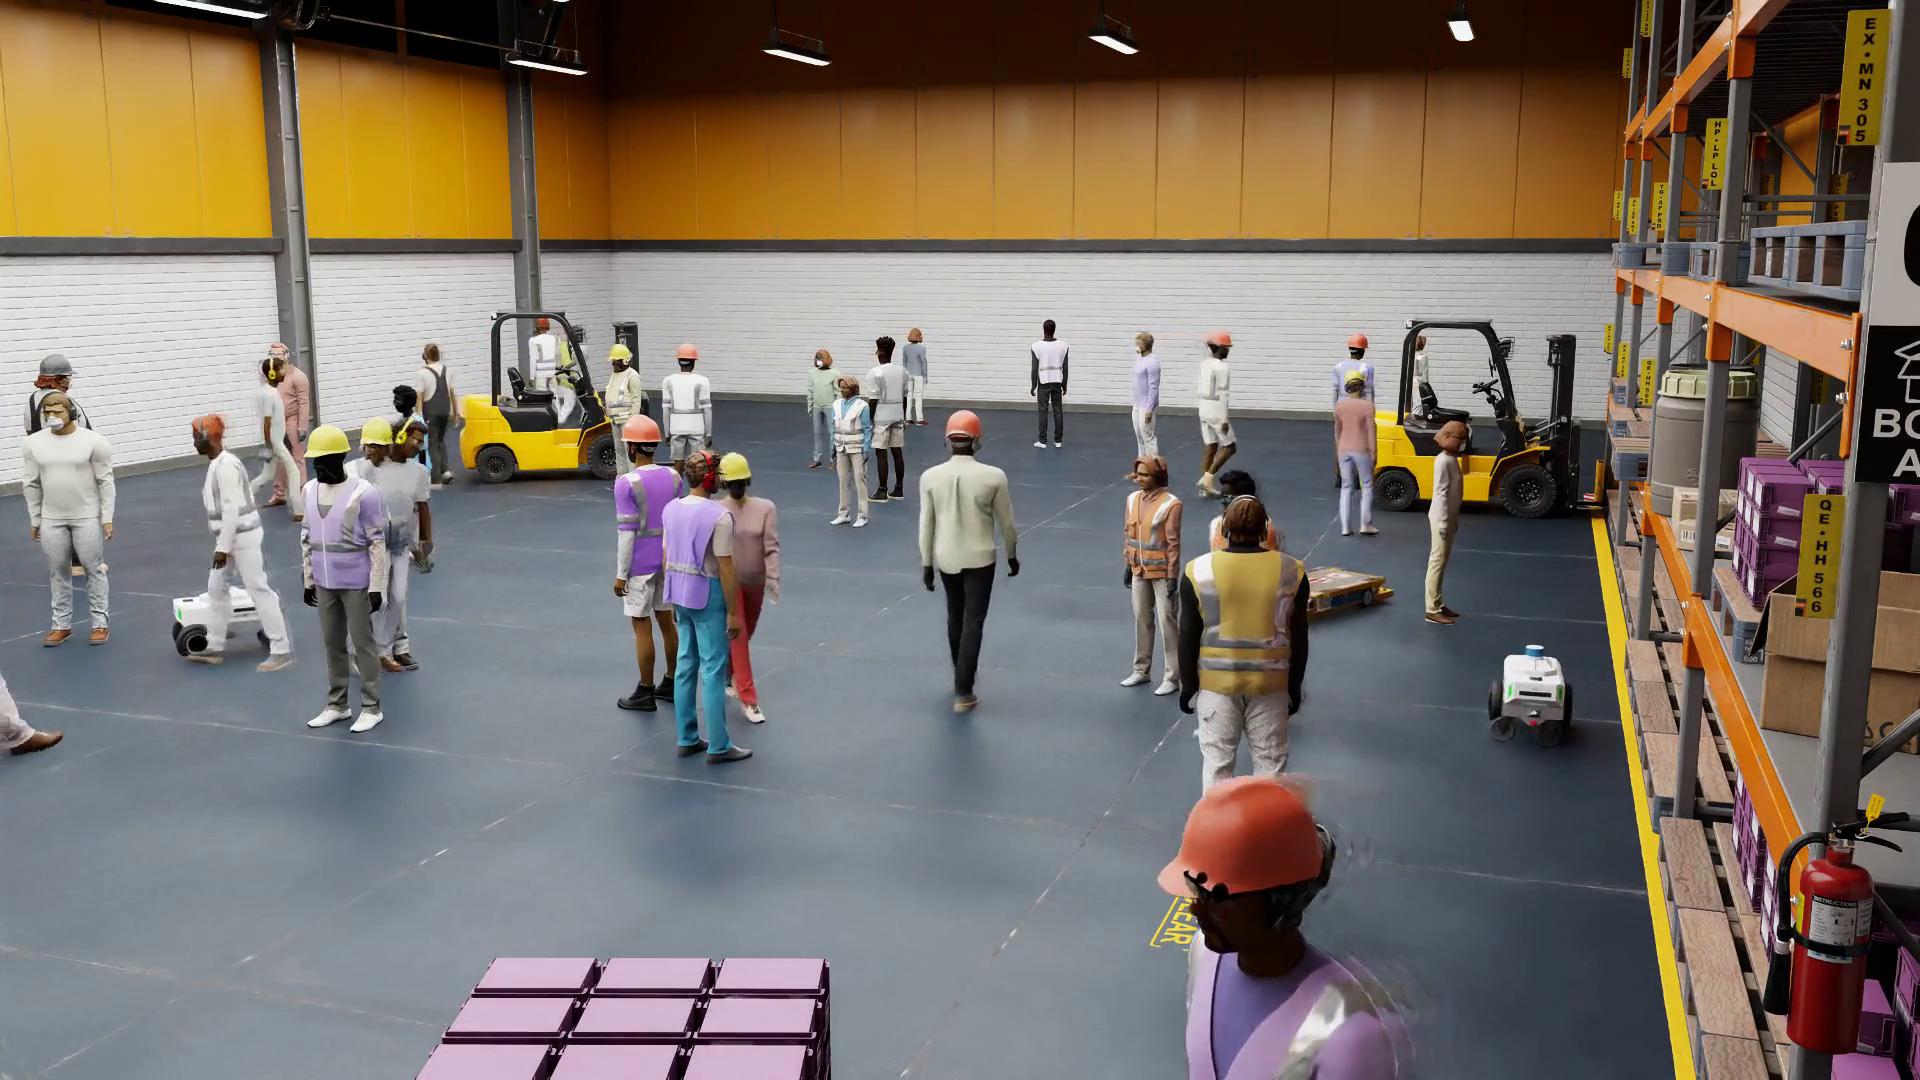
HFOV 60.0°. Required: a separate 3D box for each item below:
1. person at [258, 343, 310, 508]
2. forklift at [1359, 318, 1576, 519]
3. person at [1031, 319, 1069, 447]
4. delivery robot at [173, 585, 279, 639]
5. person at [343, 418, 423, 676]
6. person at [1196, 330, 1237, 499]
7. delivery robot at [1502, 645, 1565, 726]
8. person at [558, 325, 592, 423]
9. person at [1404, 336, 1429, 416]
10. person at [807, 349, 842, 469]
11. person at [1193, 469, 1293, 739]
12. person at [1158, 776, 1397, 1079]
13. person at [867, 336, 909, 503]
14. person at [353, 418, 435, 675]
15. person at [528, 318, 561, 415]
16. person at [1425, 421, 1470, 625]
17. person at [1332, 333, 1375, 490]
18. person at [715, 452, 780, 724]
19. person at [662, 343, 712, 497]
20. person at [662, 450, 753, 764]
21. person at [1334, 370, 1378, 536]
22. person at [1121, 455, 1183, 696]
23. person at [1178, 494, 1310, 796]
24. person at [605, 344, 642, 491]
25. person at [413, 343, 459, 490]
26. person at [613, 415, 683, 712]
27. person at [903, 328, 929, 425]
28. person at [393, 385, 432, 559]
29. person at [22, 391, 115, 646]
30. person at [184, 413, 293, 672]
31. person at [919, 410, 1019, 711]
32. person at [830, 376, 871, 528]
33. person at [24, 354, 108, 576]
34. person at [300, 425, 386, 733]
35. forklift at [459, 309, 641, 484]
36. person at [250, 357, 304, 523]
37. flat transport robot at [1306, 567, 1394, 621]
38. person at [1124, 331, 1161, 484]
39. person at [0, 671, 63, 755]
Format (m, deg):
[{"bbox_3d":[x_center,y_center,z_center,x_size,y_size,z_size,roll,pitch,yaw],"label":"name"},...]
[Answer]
[{"bbox_3d":[-7.831,-1.320,19.217,0.648,1.913,0.409,3,10,16],"label":"person"},{"bbox_3d":[5.787,-1.437,19.079,2.313,2.155,1.214,3,11,19],"label":"forklift"},{"bbox_3d":[1.342,-2.340,24.944,0.593,1.920,0.392,-3,10,-16],"label":"person"},{"bbox_3d":[-5.452,0.526,12.376,0.707,0.478,0.477,-6,12,-28],"label":"delivery robot"},{"bbox_3d":[-4.096,0.042,11.783,0.591,1.828,0.404,-8,13,-38],"label":"person"},{"bbox_3d":[3.065,-1.475,19.763,0.423,2.025,0.645,-4,11,-19],"label":"person"},{"bbox_3d":[3.548,0.895,10.297,0.477,0.478,0.707,3,11,16],"label":"delivery robot"},{"bbox_3d":[-5.959,-2.410,25.651,0.619,1.812,0.861,5,11,28],"label":"person"},{"bbox_3d":[7.036,-2.332,25.684,0.309,1.639,0.522,-5,11,-25],"label":"person"},{"bbox_3d":[-1.843,-1.776,22.566,0.507,1.631,0.266,4,11,22],"label":"person"},{"bbox_3d":[1.778,0.385,10.282,0.672,1.680,0.538,-8,13,-37],"label":"person"},{"bbox_3d":[0.589,1.450,3.320,0.446,2.026,0.607,-5,11,-26],"label":"person"},{"bbox_3d":[-0.874,-1.423,19.645,0.625,1.964,0.361,-10,14,-43],"label":"person"},{"bbox_3d":[-4.029,0.050,11.773,0.384,1.812,0.616,9,14,42],"label":"person"},{"bbox_3d":[-6.661,-2.637,26.710,0.340,1.882,0.585,9,14,42],"label":"person"},{"bbox_3d":[3.924,-0.149,13.406,0.279,1.633,0.498,5,11,24],"label":"person"},{"bbox_3d":[4.912,-1.600,20.719,0.552,1.935,0.368,8,13,39],"label":"person"},{"bbox_3d":[-1.462,0.262,10.853,0.513,1.724,0.901,-5,11,-28],"label":"person"},{"bbox_3d":[-3.044,-1.231,18.649,0.552,1.932,0.377,1,10,4],"label":"person"},{"bbox_3d":[-1.523,0.392,9.756,0.564,1.847,0.397,9,13,41],"label":"person"},{"bbox_3d":[4.121,-0.906,17.398,0.560,1.733,0.439,10,14,44],"label":"person"},{"bbox_3d":[1.309,0.232,11.281,0.318,1.630,0.512,-8,13,-38],"label":"person"},{"bbox_3d":[1.363,0.696,8.060,0.624,1.845,0.430,1,10,4],"label":"person"},{"bbox_3d":[-4.136,-1.487,20.388,0.404,1.830,0.588,-9,14,-42],"label":"person"},{"bbox_3d":[-6.519,-1.526,20.621,0.427,1.823,0.641,8,13,38],"label":"person"},{"bbox_3d":[-2.053,0.150,10.865,0.359,1.938,0.547,7,12,33],"label":"person"},{"bbox_3d":[-0.748,-2.757,28.082,0.501,1.636,0.280,8,13,37],"label":"person"},{"bbox_3d":[-5.328,-0.668,16.181,0.327,1.690,0.536,-8,13,-38],"label":"person"},{"bbox_3d":[-6.727,-0.158,12.599,0.629,1.939,0.372,-1,10,-8],"label":"person"},{"bbox_3d":[-5.217,0.020,11.889,0.731,1.845,0.650,-7,12,-33],"label":"person"},{"bbox_3d":[0.064,0.110,11.070,0.616,1.954,0.887,4,11,21],"label":"person"},{"bbox_3d":[-1.177,-0.955,17.927,0.520,1.639,0.312,7,12,36],"label":"person"},{"bbox_3d":[-8.237,-0.699,15.355,0.678,2.000,0.537,6,12,32],"label":"person"},{"bbox_3d":[-3.864,0.243,10.371,0.595,1.925,0.375,4,11,21],"label":"person"},{"bbox_3d":[-5.354,-1.902,21.697,2.313,2.155,1.214,-2,10,-13],"label":"forklift"},{"bbox_3d":[-7.513,-1.072,18.070,0.919,1.834,0.523,-4,11,-23],"label":"person"},{"bbox_3d":[2.967,0.440,13.926,1.431,0.197,0.652,-10,14,-43],"label":"flat transport robot"},{"bbox_3d":[2.349,-1.687,21.209,0.372,1.940,0.632,-2,10,-13],"label":"person"},{"bbox_3d":[-5.895,0.417,9.640,0.651,1.852,1.000,7,12,35],"label":"person"}]
